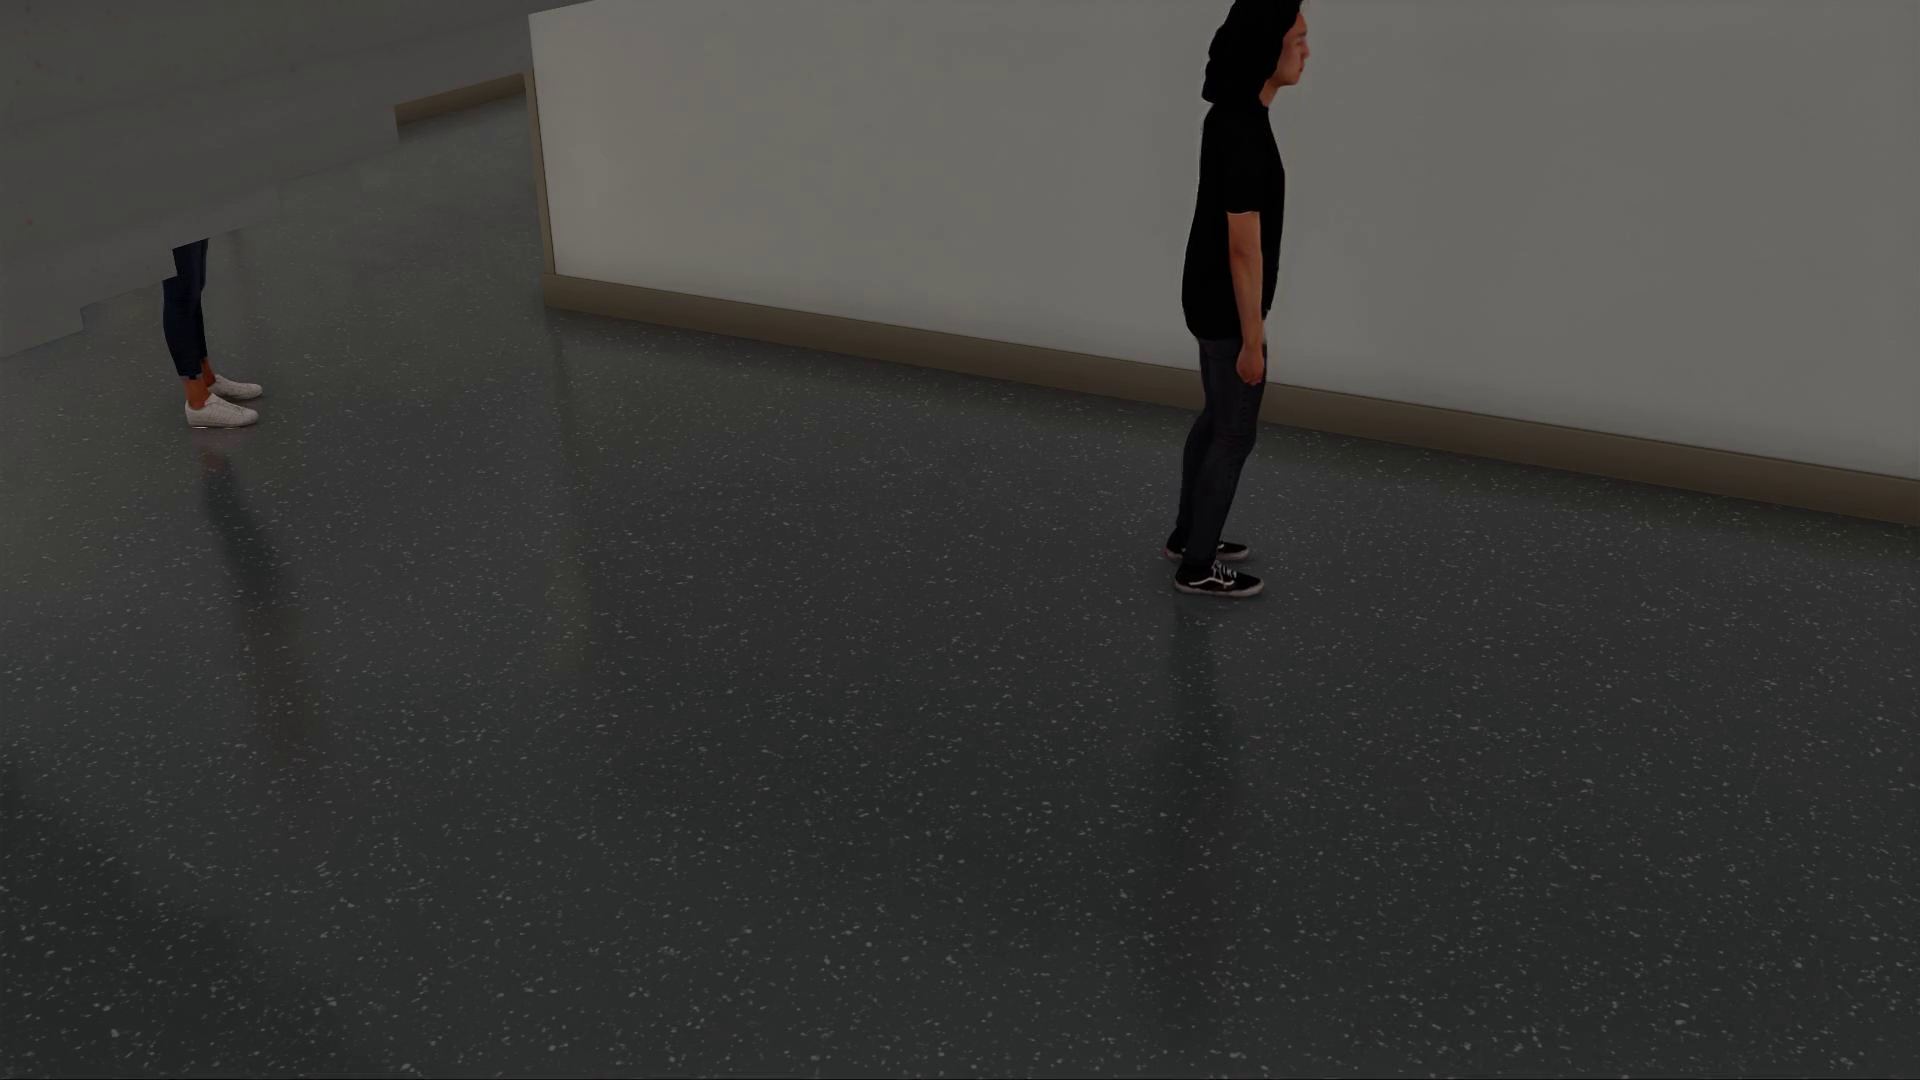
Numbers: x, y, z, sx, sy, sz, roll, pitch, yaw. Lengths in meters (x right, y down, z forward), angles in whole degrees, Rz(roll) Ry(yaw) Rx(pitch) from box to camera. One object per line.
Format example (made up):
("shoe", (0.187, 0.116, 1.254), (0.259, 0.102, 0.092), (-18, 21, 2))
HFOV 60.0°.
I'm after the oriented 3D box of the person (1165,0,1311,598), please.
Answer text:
("person", (0.787, -0.704, 4.929), (0.680, 1.824, 0.708), (-1, 26, -2))
